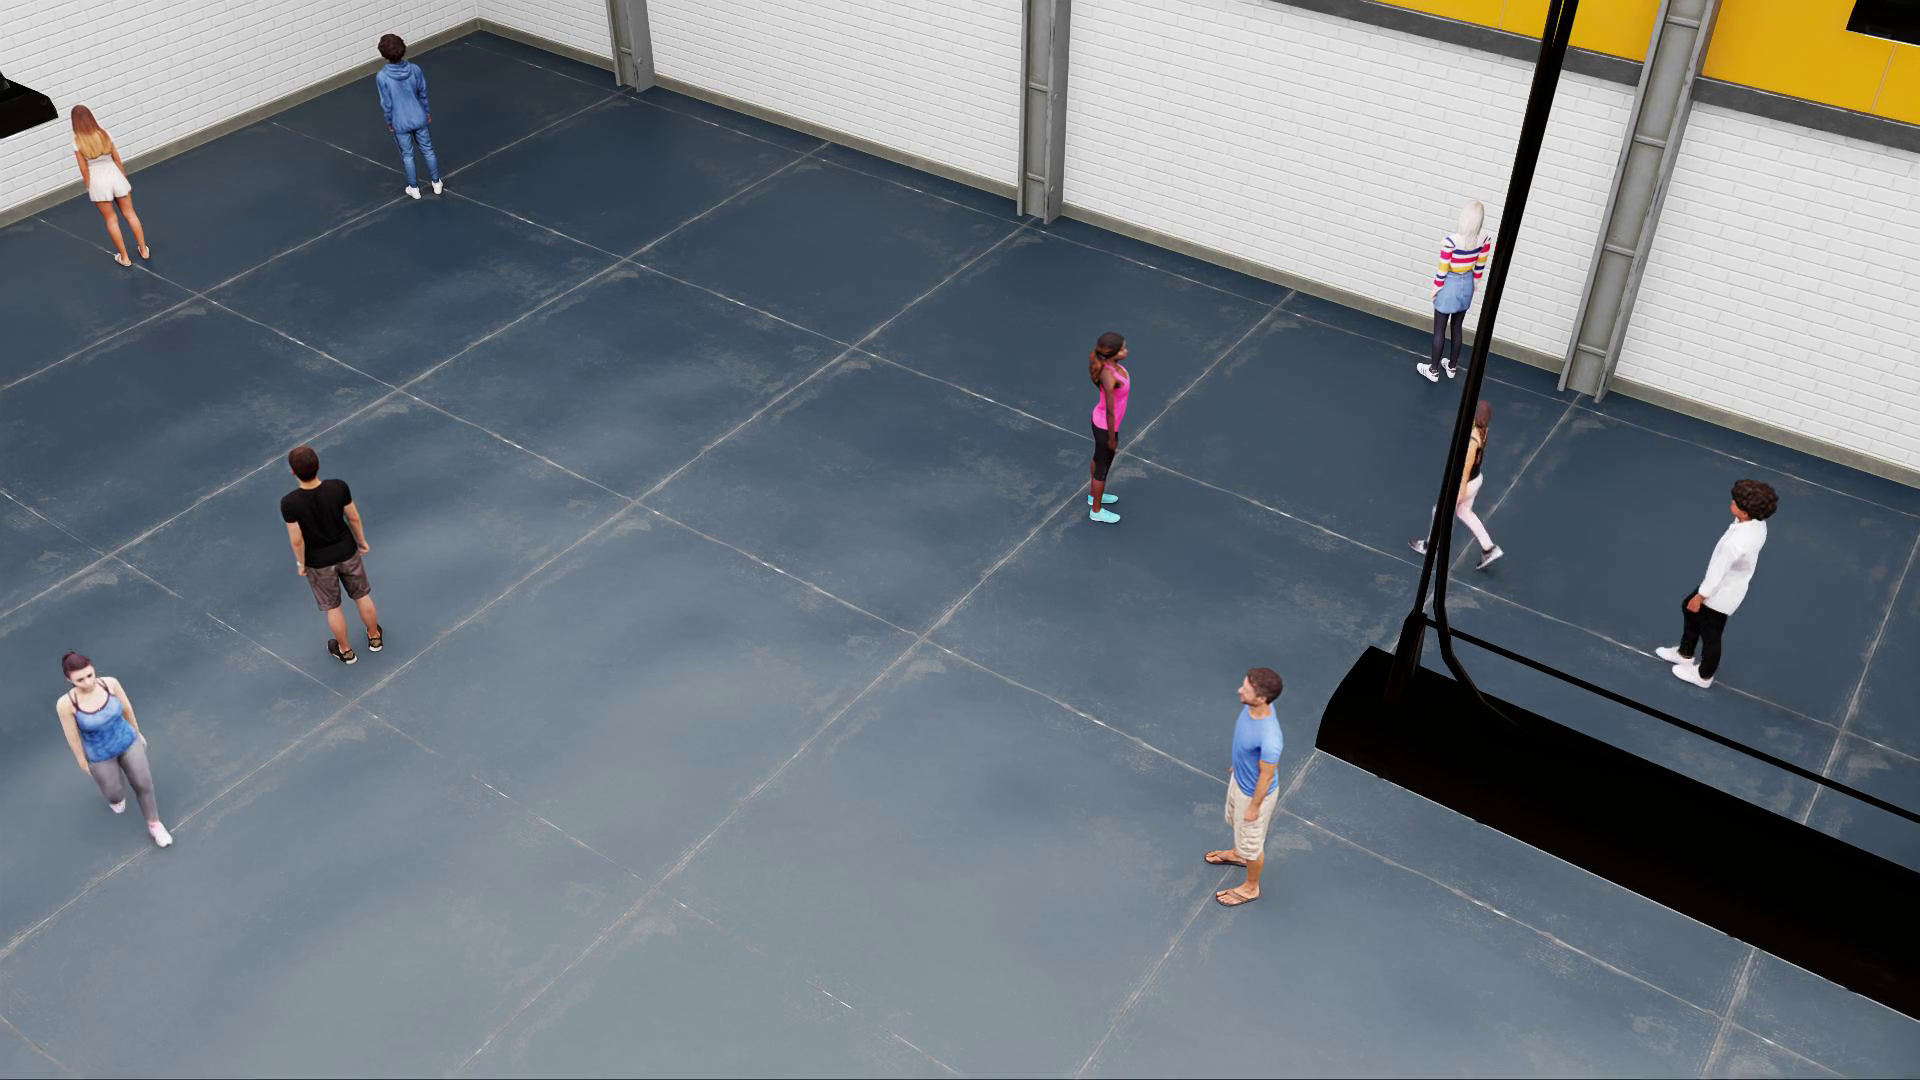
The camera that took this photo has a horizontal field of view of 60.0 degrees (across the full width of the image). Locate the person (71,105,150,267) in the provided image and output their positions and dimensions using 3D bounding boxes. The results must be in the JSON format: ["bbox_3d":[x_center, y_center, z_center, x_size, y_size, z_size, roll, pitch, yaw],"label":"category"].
[{"bbox_3d":[-8.613,-3.587,16.793,0.627,1.696,0.638,-27,46,-30],"label":"person"}]

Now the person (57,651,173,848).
[{"bbox_3d":[-5.493,1.318,10.729,0.878,1.599,0.650,32,48,33],"label":"person"}]

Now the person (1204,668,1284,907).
[{"bbox_3d":[1.812,1.498,10.293,0.767,1.863,0.727,-3,39,-4],"label":"person"}]

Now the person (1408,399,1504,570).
[{"bbox_3d":[3.994,-0.421,12.951,0.963,1.543,0.553,27,46,30],"label":"person"}]

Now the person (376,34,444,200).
[{"bbox_3d":[-5.950,-4.569,17.931,0.748,1.811,0.735,-19,42,-22],"label":"person"}]

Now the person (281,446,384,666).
[{"bbox_3d":[-4.556,0.106,12.037,0.750,1.862,0.691,-25,45,-28],"label":"person"}]

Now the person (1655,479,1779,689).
[{"bbox_3d":[5.480,0.360,11.769,0.678,1.799,0.663,26,45,29],"label":"person"}]

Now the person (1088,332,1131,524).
[{"bbox_3d":[1.178,-0.933,13.449,0.693,1.722,0.657,2,39,3],"label":"person"}]

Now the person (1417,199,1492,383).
[{"bbox_3d":[4.487,-2.265,15.048,0.720,1.809,0.741,-11,40,-14],"label":"person"}]
